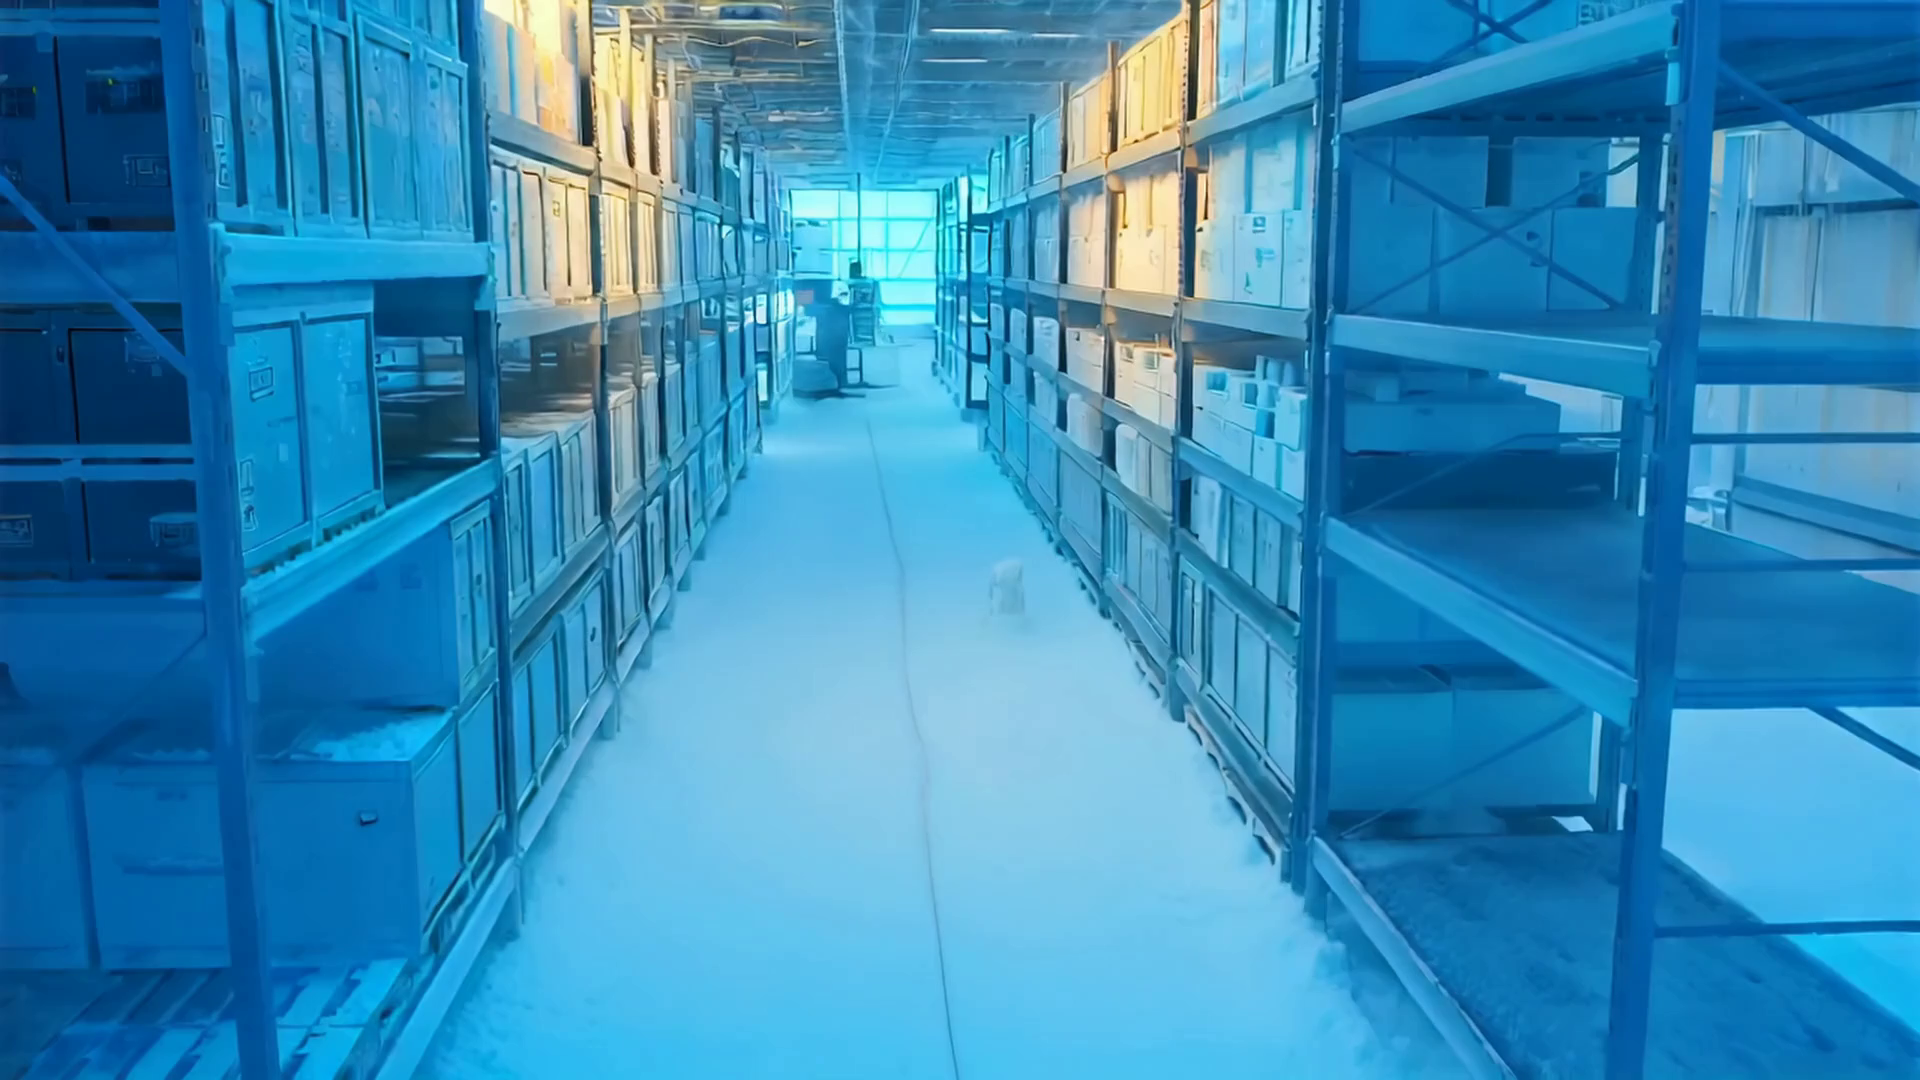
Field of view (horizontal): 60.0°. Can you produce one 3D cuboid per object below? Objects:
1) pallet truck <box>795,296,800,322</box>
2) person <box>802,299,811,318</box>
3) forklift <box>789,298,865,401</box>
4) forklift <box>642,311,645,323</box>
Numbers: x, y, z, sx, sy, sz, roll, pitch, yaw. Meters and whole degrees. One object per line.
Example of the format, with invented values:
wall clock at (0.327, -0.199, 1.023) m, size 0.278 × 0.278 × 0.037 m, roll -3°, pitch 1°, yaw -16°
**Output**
pallet truck at (-8.622, -12.439, 91.403) m, size 1.885 × 1.965 × 0.823 m, roll 2°, pitch 10°, yaw 13°
person at (-8.188, -11.781, 87.744) m, size 0.939 × 1.897 × 0.663 m, roll -5°, pitch 11°, yaw -26°
forklift at (-3.733, -5.326, 46.283) m, size 1.873 × 2.768 × 1.129 m, roll -5°, pitch 11°, yaw -28°
forklift at (-10.315, -6.926, 55.840) m, size 1.129 × 2.768 × 1.873 m, roll -1°, pitch 10°, yaw -3°
